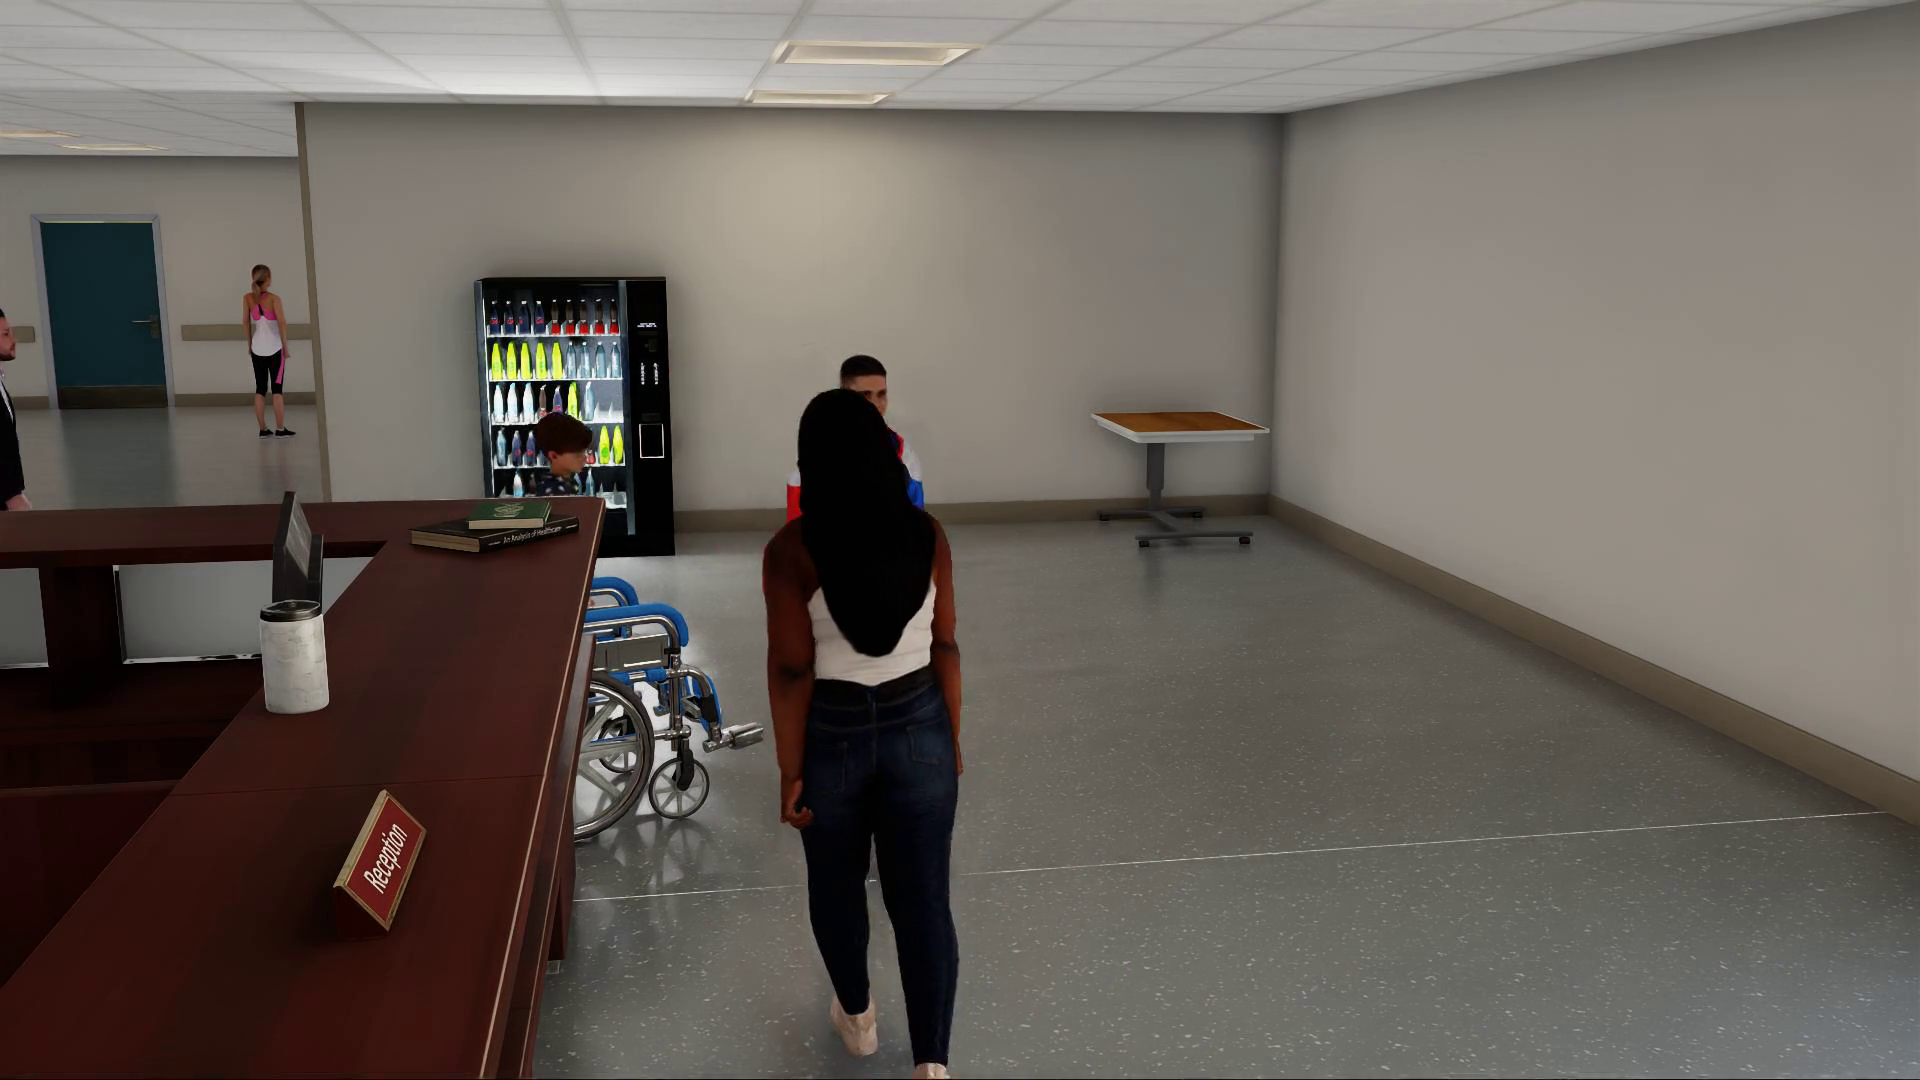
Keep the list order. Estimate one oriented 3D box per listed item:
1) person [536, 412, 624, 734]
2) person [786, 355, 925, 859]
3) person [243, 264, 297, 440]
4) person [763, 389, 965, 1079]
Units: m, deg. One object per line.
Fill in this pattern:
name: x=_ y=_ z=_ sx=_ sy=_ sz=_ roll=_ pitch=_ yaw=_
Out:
person: x=-1.723 y=0.185 z=6.928 sx=0.598 sy=1.425 sz=0.542 roll=-3 pitch=11 yaw=-13
person: x=-0.424 y=0.230 z=5.964 sx=1.233 sy=1.696 sz=0.954 roll=-5 pitch=12 yaw=-23
person: x=-7.162 y=-1.946 z=17.183 sx=0.564 sy=1.788 sz=0.724 roll=2 pitch=11 yaw=8
person: x=-0.191 y=0.561 z=4.013 sx=1.091 sy=1.774 sz=0.711 roll=-1 pitch=11 yaw=-6
